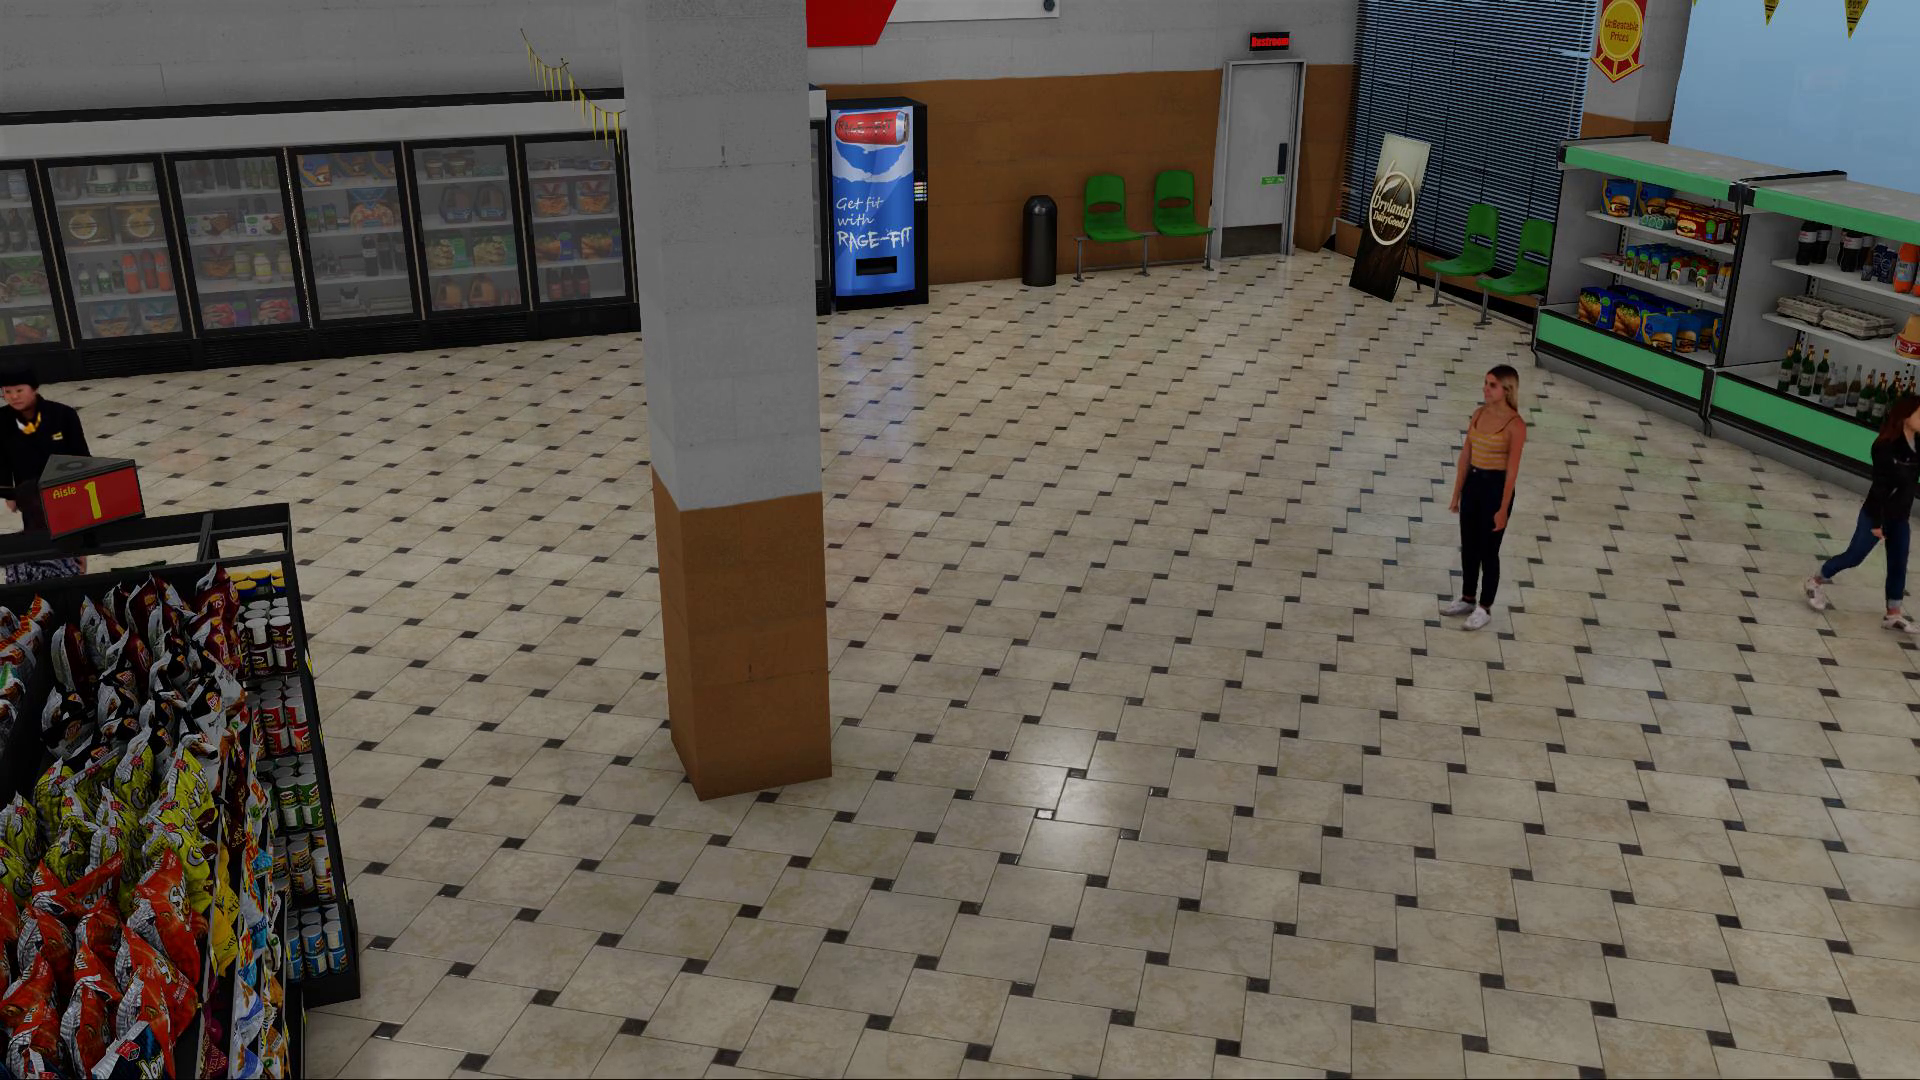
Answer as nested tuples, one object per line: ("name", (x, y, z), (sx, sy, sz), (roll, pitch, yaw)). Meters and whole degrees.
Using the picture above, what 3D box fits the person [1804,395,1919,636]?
("person", (5.534, -0.177, 10.079), (0.604, 1.455, 0.973), (-9, 24, -21))

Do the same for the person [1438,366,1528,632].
("person", (3.201, -0.259, 10.073), (0.665, 1.612, 0.515), (-11, 25, -26))

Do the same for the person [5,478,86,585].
("person", (-4.213, 0.602, 7.698), (0.795, 1.785, 0.845), (7, 23, 17))

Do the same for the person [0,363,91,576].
("person", (-5.495, -0.282, 10.075), (0.715, 1.654, 0.678), (-10, 24, -23))
